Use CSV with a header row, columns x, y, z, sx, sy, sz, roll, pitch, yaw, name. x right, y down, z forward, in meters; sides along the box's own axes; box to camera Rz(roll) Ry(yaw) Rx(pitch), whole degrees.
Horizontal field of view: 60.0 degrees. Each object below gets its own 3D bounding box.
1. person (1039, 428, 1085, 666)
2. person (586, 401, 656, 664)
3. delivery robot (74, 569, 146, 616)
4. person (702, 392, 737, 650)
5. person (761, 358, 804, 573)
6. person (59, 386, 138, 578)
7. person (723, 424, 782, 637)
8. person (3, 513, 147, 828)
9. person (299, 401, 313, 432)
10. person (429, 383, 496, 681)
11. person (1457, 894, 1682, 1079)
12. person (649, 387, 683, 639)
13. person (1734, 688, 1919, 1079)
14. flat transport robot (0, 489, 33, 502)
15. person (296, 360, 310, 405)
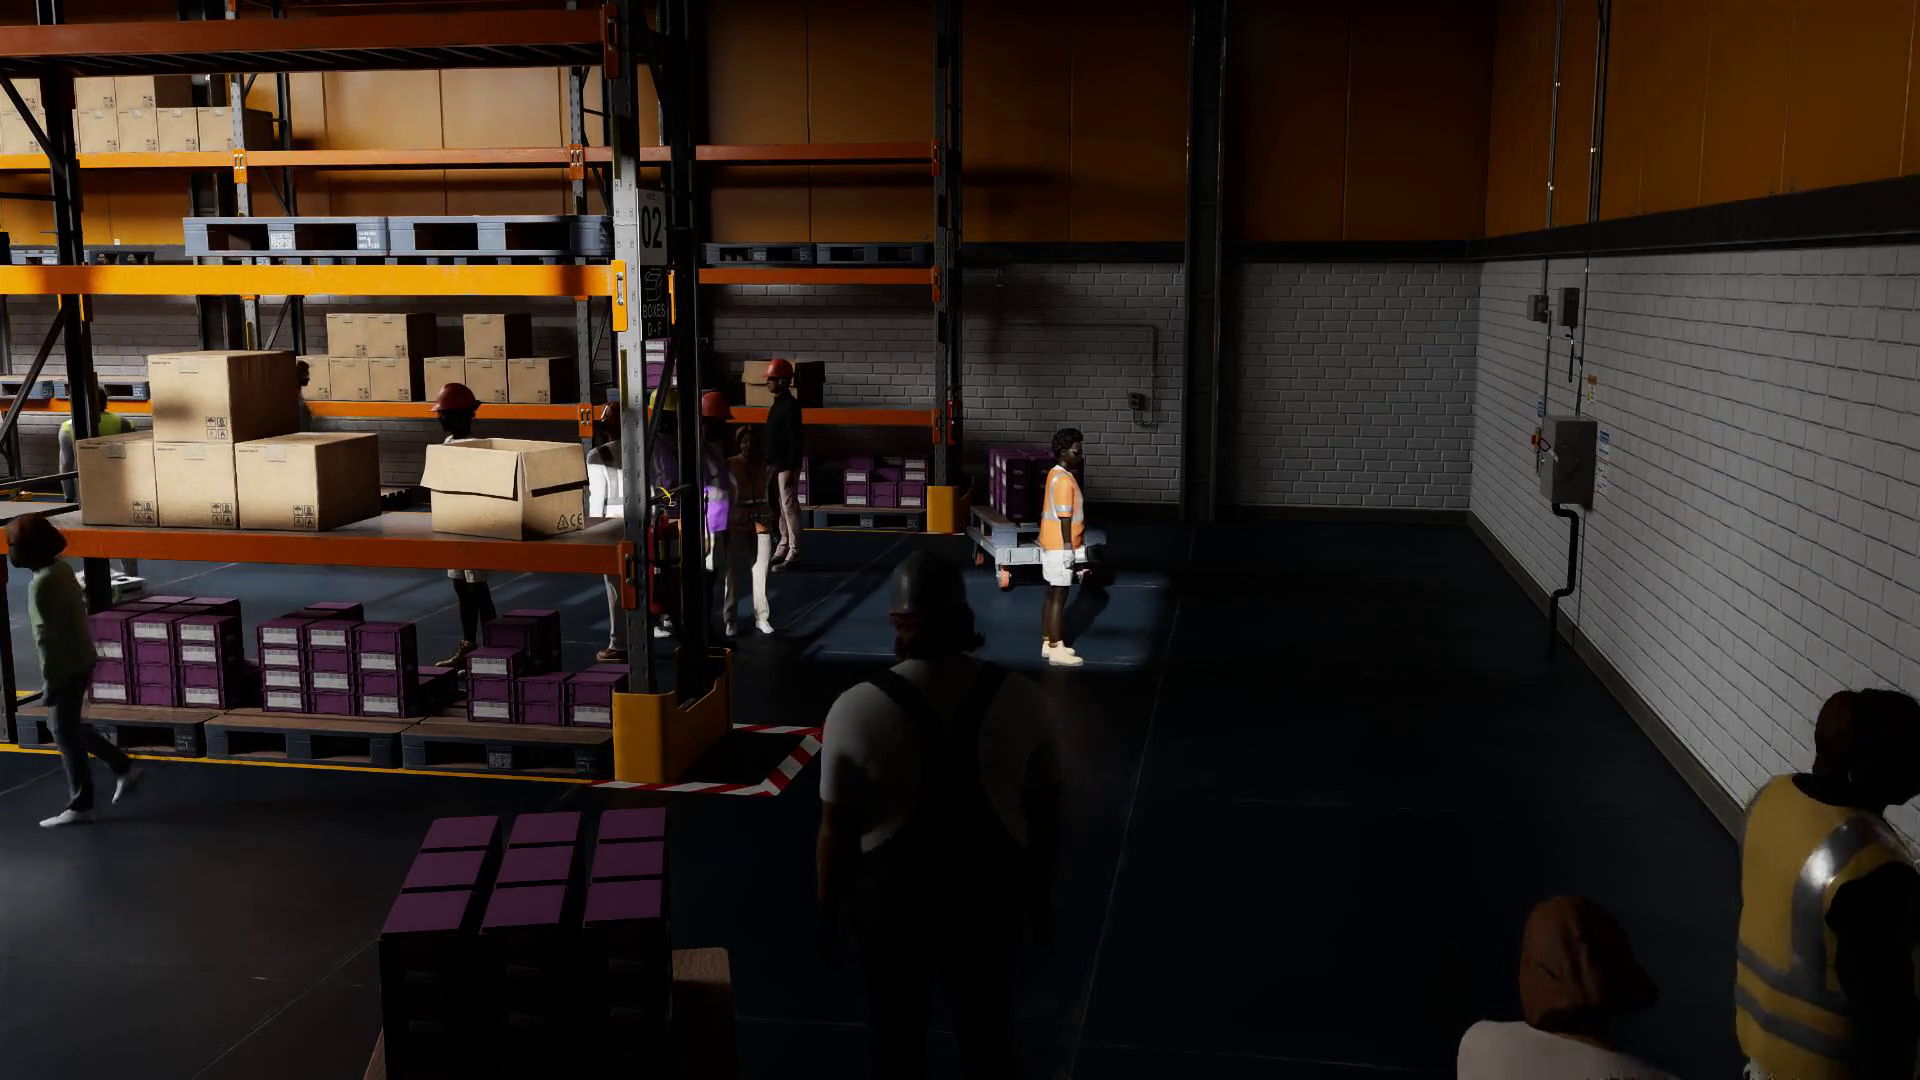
x,y,z,sx,sy,sz,roll,pitch,yaw,name
0.730,0.042,11.887,0.321,1.696,0.537,-1,9,-4,person
-2.423,-0.055,11.915,0.346,1.882,0.578,8,12,40,person
-6.700,0.394,12.944,0.707,0.478,0.477,4,10,22,delivery robot
-1.800,-0.111,12.099,0.374,1.934,0.549,1,9,7,person
-1.656,-0.696,15.538,0.378,1.996,0.611,-4,10,-22,person
-7.413,-0.421,14.354,0.629,1.835,0.429,-8,12,-42,person
-1.625,-0.076,12.799,0.521,1.638,0.311,-4,10,-23,person
-4.469,0.655,8.346,0.437,1.614,0.503,-3,10,-19,person
-6.501,-0.737,16.112,1.061,1.903,0.636,6,11,33,person
-3.419,-0.059,11.443,0.376,2.043,0.609,-8,12,-42,person
1.188,1.483,3.235,0.335,1.607,0.516,-8,12,-41,person
-2.259,-0.220,12.798,0.364,1.928,0.586,5,11,30,person
2.093,1.251,3.982,0.429,1.837,0.646,0,9,1,person
-11.590,-0.485,19.567,0.652,0.197,1.431,-1,9,-4,flat transport robot
-7.212,-1.038,18.154,0.787,1.843,0.537,-3,9,-15,person
